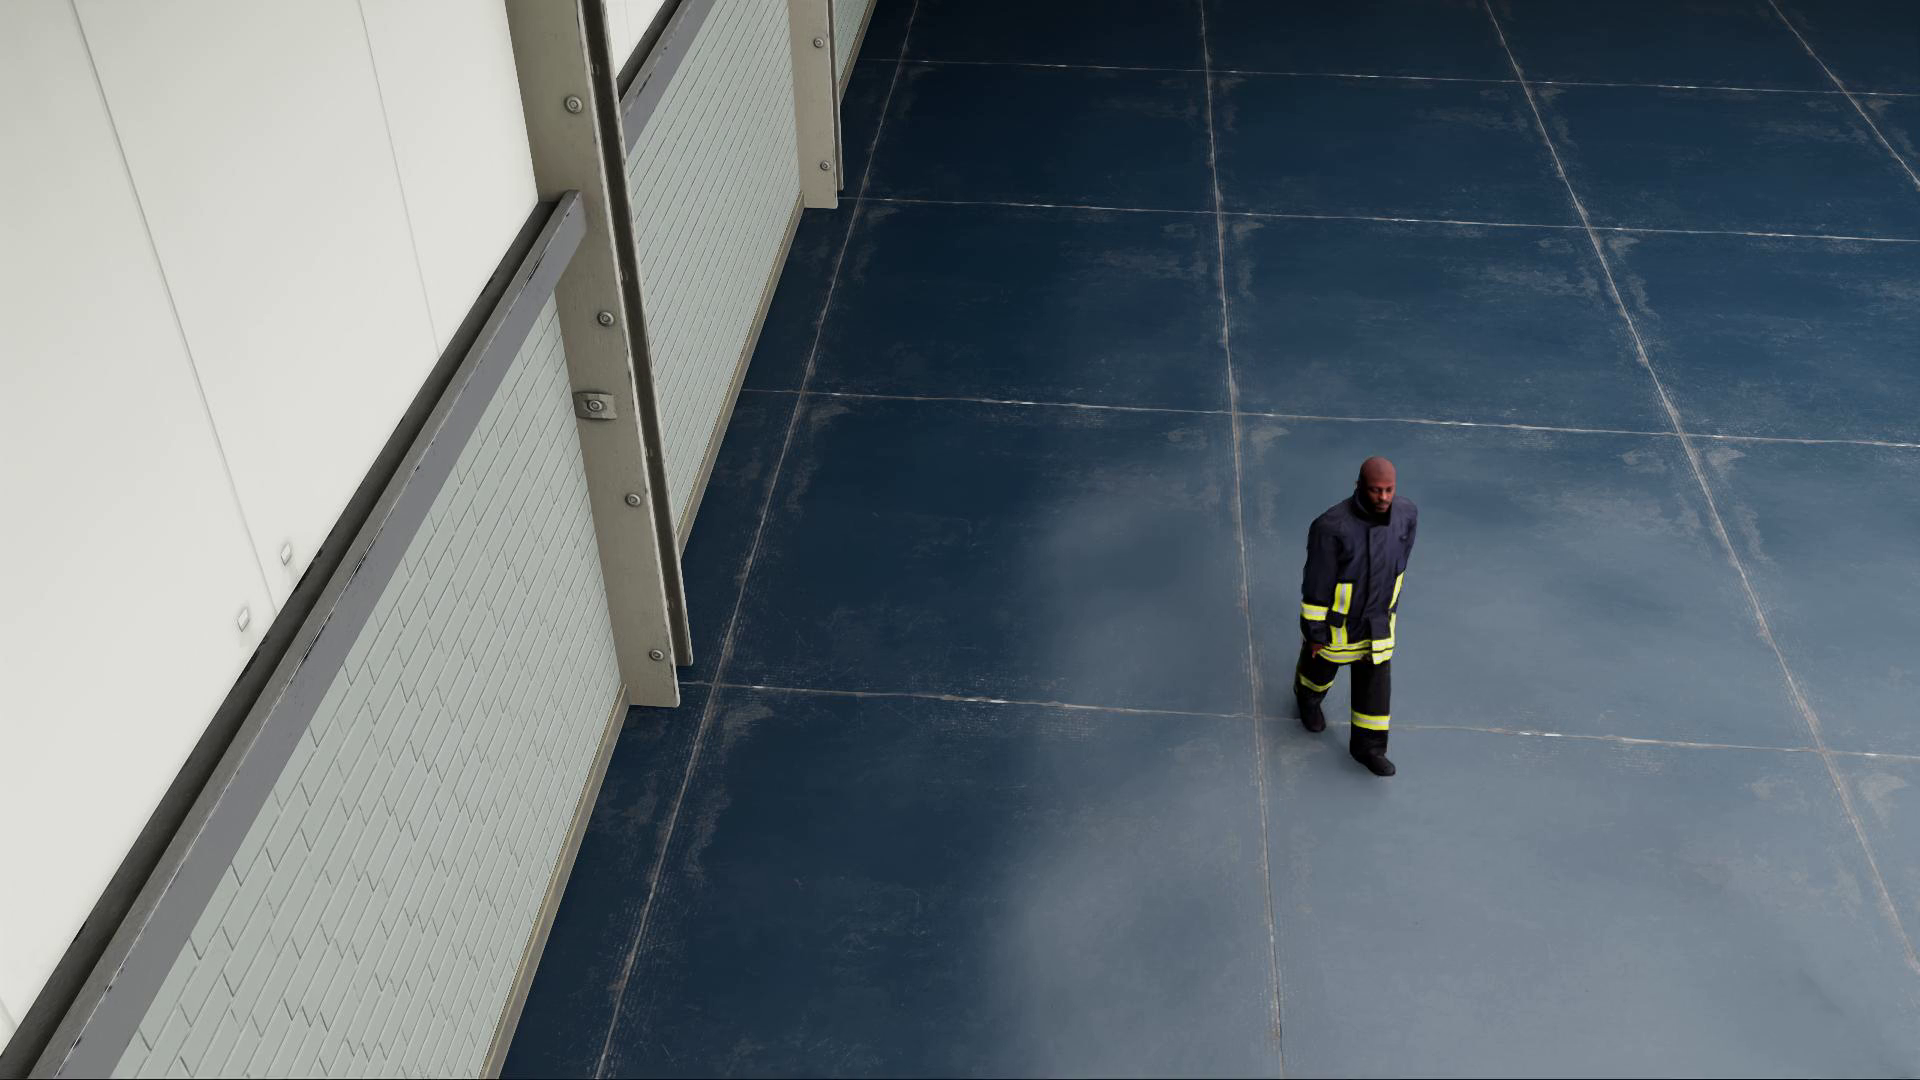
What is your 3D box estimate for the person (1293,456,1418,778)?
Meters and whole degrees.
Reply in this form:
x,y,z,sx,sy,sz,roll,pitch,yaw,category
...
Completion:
x,y,z,sx,sy,sz,roll,pitch,yaw,category
1.962,0.273,8.512,0.924,1.792,1.144,-7,39,-9,person
